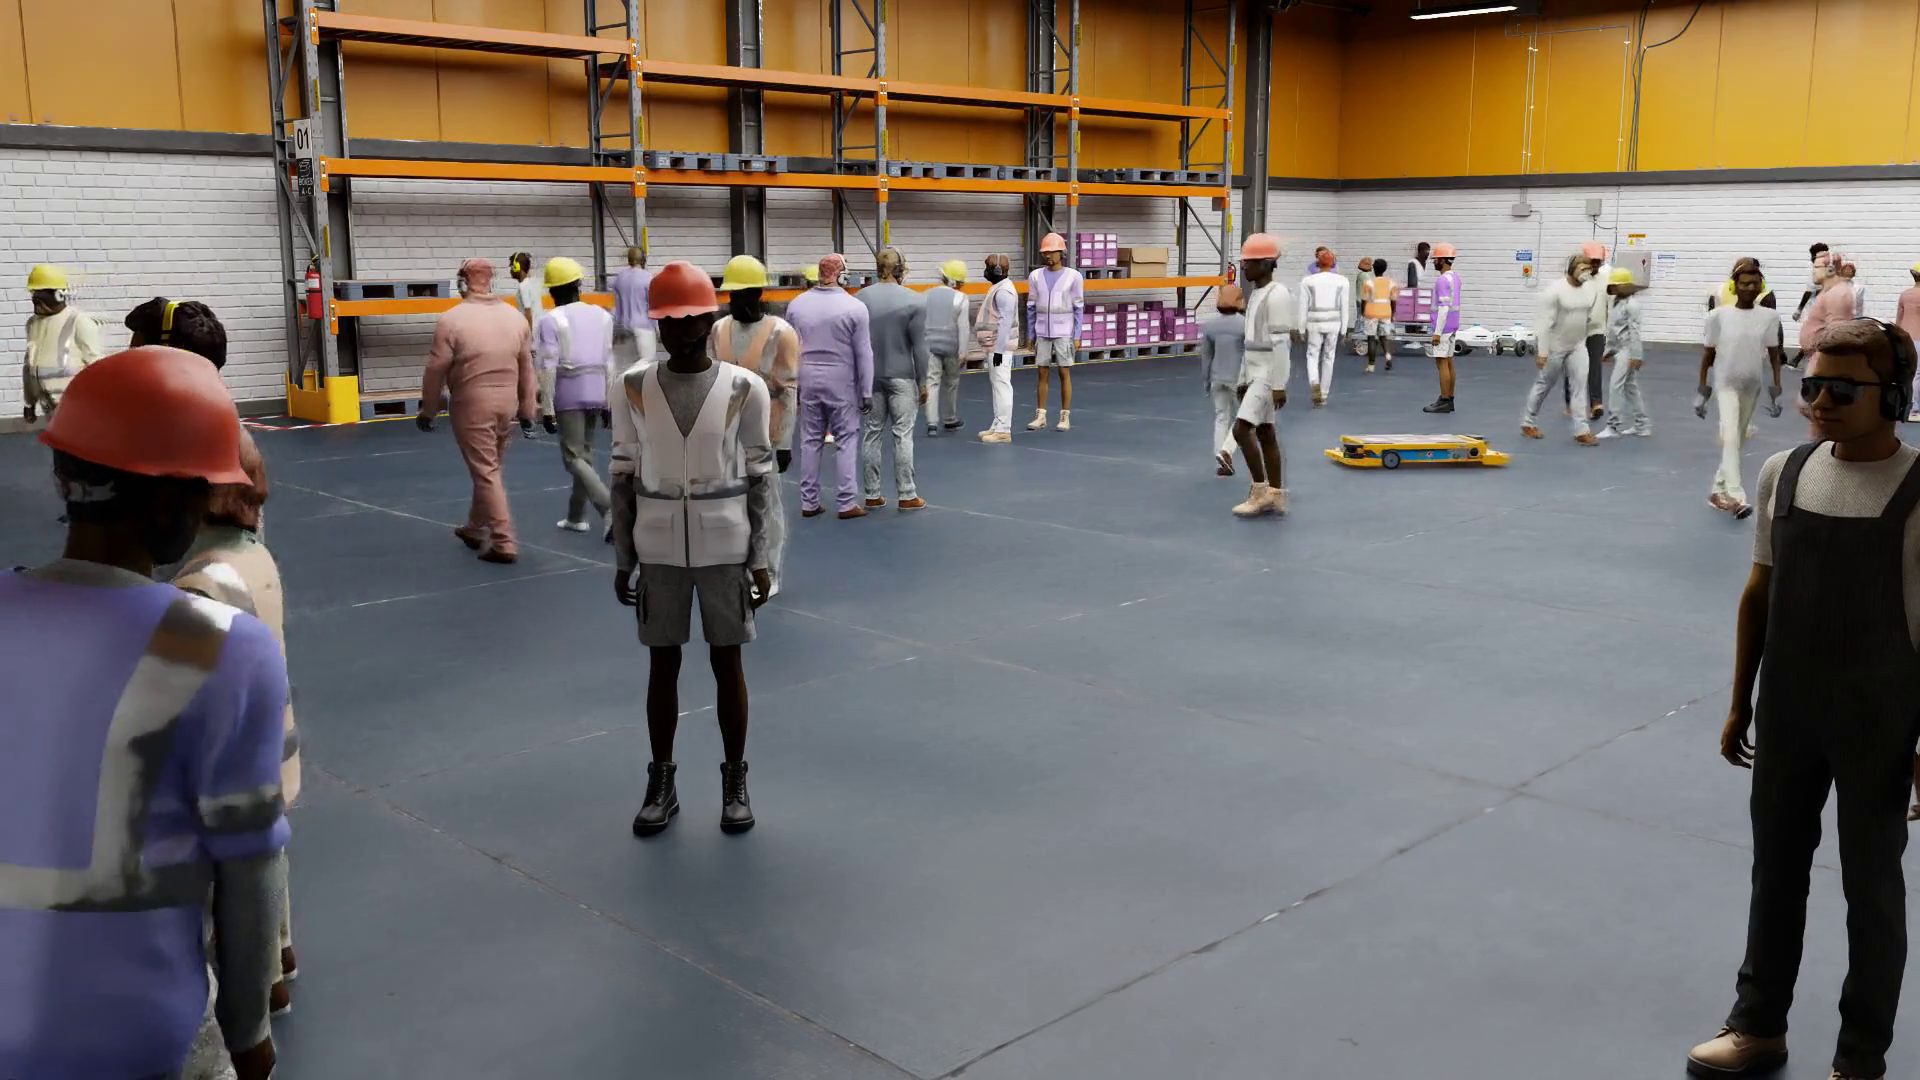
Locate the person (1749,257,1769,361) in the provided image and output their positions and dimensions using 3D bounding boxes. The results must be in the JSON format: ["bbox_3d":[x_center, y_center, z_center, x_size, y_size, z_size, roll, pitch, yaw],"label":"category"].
[{"bbox_3d":[12.367,-3.554,25.917,0.565,1.685,0.540,8,13,36],"label":"person"}]

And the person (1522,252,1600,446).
[{"bbox_3d":[5.884,-1.874,16.279,0.649,1.872,0.983,-3,11,-18],"label":"person"}]

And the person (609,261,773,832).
[{"bbox_3d":[-0.905,0.038,5.619,0.549,1.937,0.358,0,10,-2],"label":"person"}]

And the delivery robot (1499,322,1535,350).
[{"bbox_3d":[9.409,-3.436,28.080,0.707,0.478,0.477,-10,14,-43],"label":"delivery robot"}]

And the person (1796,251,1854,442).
[{"bbox_3d":[7.515,-1.557,14.447,0.461,1.889,0.673,4,11,23],"label":"person"}]

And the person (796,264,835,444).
[{"bbox_3d":[-1.461,-1.779,16.027,0.622,1.748,0.534,-1,10,-7],"label":"person"}]

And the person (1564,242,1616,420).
[{"bbox_3d":[6.942,-2.309,18.418,0.615,1.934,1.069,2,11,11],"label":"person"}]

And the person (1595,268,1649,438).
[{"bbox_3d":[6.700,-1.868,16.665,0.627,1.704,0.502,0,10,-1],"label":"person"}]

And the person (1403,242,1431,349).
[{"bbox_3d":[8.149,-4.355,29.686,0.486,1.893,0.629,10,14,42],"label":"person"}]

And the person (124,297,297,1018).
[{"bbox_3d":[-1.927,0.322,4.256,0.313,1.869,0.538,-3,11,-14],"label":"person"}]

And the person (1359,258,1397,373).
[{"bbox_3d":[6.152,-3.290,24.459,0.544,1.688,0.399,-2,11,-9],"label":"person"}]

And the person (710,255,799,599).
[{"bbox_3d":[-1.155,-0.590,9.097,0.617,1.909,0.461,6,12,29],"label":"person"}]

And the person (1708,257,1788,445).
[{"bbox_3d":[7.685,-1.835,16.198,0.873,1.798,0.653,-7,12,-32],"label":"person"}]

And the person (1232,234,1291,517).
[{"bbox_3d":[2.107,-1.155,11.874,0.585,2.023,0.648,0,10,-3],"label":"person"}]

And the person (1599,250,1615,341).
[{"bbox_3d":[10.055,-3.731,26.413,0.624,1.847,0.785,-1,10,-5],"label":"person"}]

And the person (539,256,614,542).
[{"bbox_3d":[-2.523,-0.937,11.095,0.843,1.889,0.582,9,14,40],"label":"person"}]

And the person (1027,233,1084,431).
[{"bbox_3d":[0.971,-2.141,17.210,0.609,2.044,0.395,5,11,24],"label":"person"}]

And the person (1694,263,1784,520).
[{"bbox_3d":[5.636,-1.067,11.974,0.551,1.812,0.961,1,10,5],"label":"person"}]

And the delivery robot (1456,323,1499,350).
[{"bbox_3d":[8.650,-3.395,27.855,0.707,0.478,0.477,6,12,31],"label":"delivery robot"}]

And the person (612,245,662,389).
[{"bbox_3d":[-3.774,-2.436,19.183,0.636,1.916,0.755,7,13,35],"label":"person"}]

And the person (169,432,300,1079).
[{"bbox_3d":[-1.666,0.570,3.585,0.467,1.620,0.554,-2,11,-10],"label":"person"}]

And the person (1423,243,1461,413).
[{"bbox_3d":[5.505,-2.419,19.019,0.374,1.935,0.552,6,12,31],"label":"person"}]

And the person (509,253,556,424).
[{"bbox_3d":[-4.701,-2.132,17.751,0.892,1.824,0.519,1,10,4],"label":"person"}]

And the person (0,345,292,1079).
[{"bbox_3d":[-1.263,0.673,2.355,0.575,1.882,0.860,2,11,11],"label":"person"}]

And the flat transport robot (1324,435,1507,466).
[{"bbox_3d":[4.028,-0.802,14.748,1.431,0.197,0.652,-1,10,-5],"label":"flat transport robot"}]

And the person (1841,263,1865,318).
[{"bbox_3d":[12.254,-3.019,23.105,0.510,1.640,0.308,2,11,12],"label":"person"}]

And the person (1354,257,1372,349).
[{"bbox_3d":[7.184,-4.198,29.545,0.282,1.633,0.498,-2,11,-10],"label":"person"}]

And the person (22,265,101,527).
[{"bbox_3d":[-6.255,-0.984,11.514,0.628,1.814,0.518,4,11,23],"label":"person"}]

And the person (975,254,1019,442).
[{"bbox_3d":[0.362,-1.882,16.349,0.429,1.845,0.621,-1,10,-3],"label":"person"}]

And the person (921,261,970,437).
[{"bbox_3d":[-0.141,-1.935,16.832,0.582,1.765,0.833,3,11,15],"label":"person"}]

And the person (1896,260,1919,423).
[{"bbox_3d":[10.390,-2.161,18.078,0.323,1.769,0.523,-1,10,-8],"label":"person"}]

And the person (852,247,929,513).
[{"bbox_3d":[-0.521,-1.163,12.182,0.631,1.932,0.362,4,11,21],"label":"person"}]

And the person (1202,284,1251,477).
[{"bbox_3d":[2.254,-1.320,13.879,0.525,1.620,0.374,8,13,37],"label":"person"}]

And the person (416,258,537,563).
[{"bbox_3d":[-3.065,-0.811,10.415,0.857,1.873,0.644,8,13,37],"label":"person"}]

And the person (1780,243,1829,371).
[{"bbox_3d":[12.532,-3.379,24.343,0.612,1.892,1.062,-8,13,-38],"label":"person"}]

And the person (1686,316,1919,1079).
[{"bbox_3d":[1.999,0.416,3.806,0.329,1.844,0.515,-7,12,-33],"label":"person"}]

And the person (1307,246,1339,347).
[{"bbox_3d":[6.517,-4.385,30.066,0.607,1.804,0.865,5,11,25],"label":"person"}]

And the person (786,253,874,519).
[{"bbox_3d":[-0.914,-1.091,11.901,0.655,1.896,0.400,4,11,19],"label":"person"}]

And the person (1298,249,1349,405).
[{"bbox_3d":[4.293,-2.495,19.634,0.582,1.865,0.666,2,11,8],"label":"person"}]
